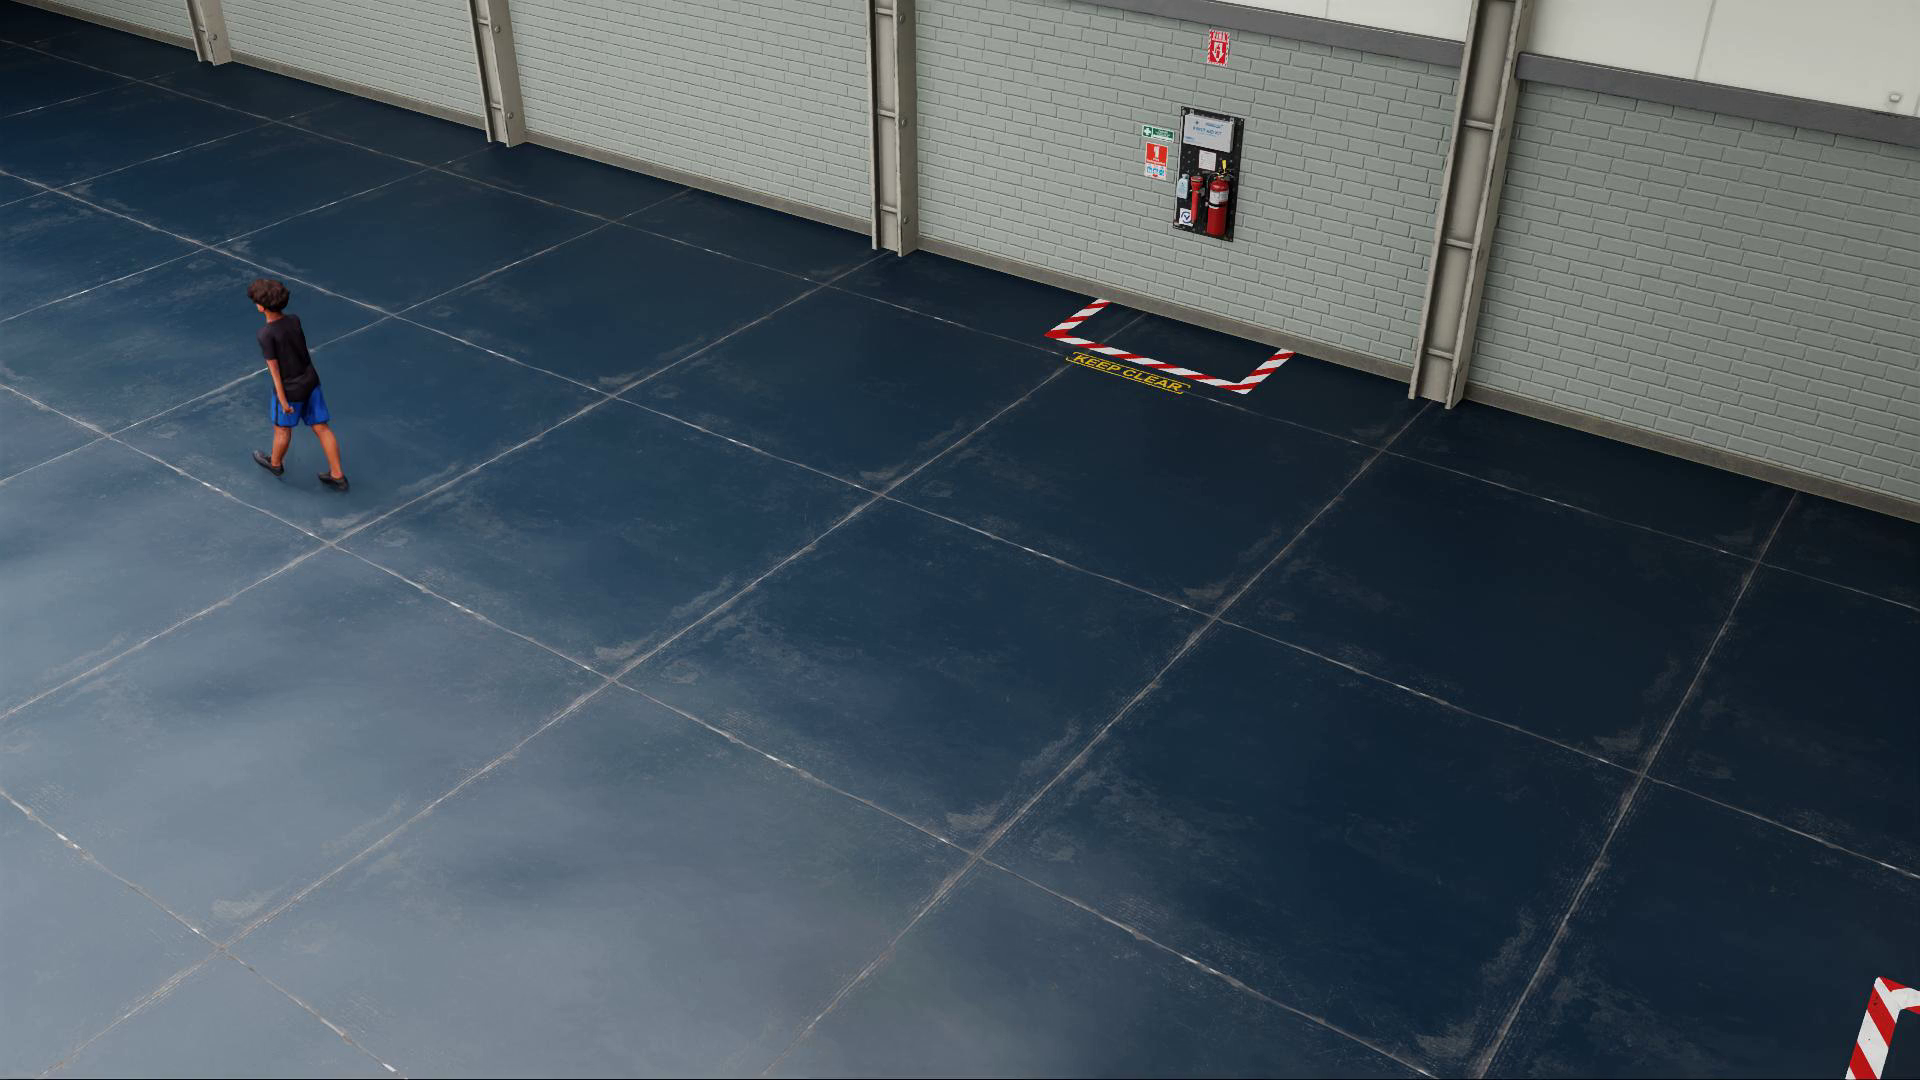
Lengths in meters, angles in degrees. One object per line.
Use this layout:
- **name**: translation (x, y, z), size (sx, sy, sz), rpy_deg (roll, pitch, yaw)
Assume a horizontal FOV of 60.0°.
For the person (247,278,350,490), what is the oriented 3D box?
- **person**: translation (-5.106, -1.173, 12.972), size (1.102, 1.755, 0.684), rpy_deg (16, 36, 23)
